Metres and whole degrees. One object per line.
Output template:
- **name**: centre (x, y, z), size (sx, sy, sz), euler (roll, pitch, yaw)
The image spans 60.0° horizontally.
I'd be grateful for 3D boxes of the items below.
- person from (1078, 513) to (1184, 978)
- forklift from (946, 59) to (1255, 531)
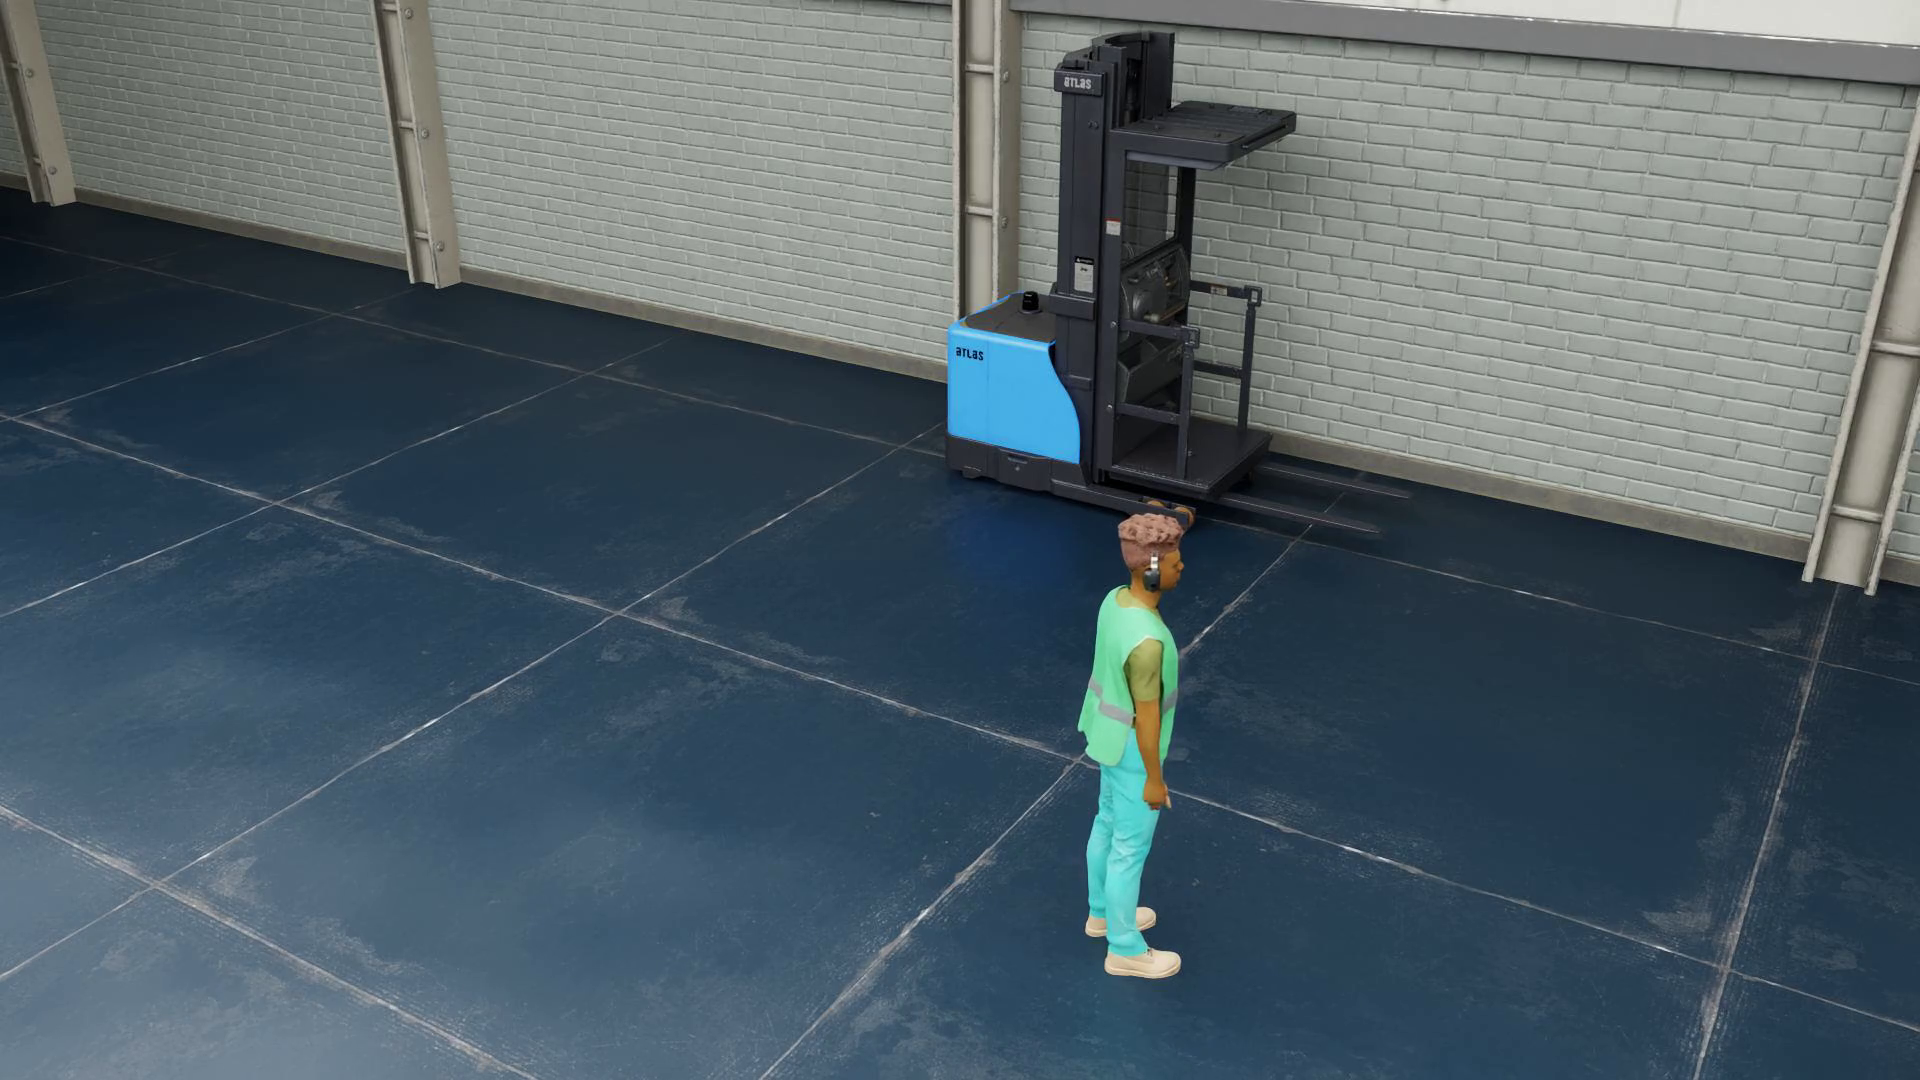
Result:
- **person**: centre (0.673, 0.812, 6.547), size (0.407, 1.978, 0.482), euler (-4, 26, -8)
- **forklift**: centre (0.933, -1.707, 10.833), size (1.873, 2.768, 1.129), euler (15, 29, 28)
